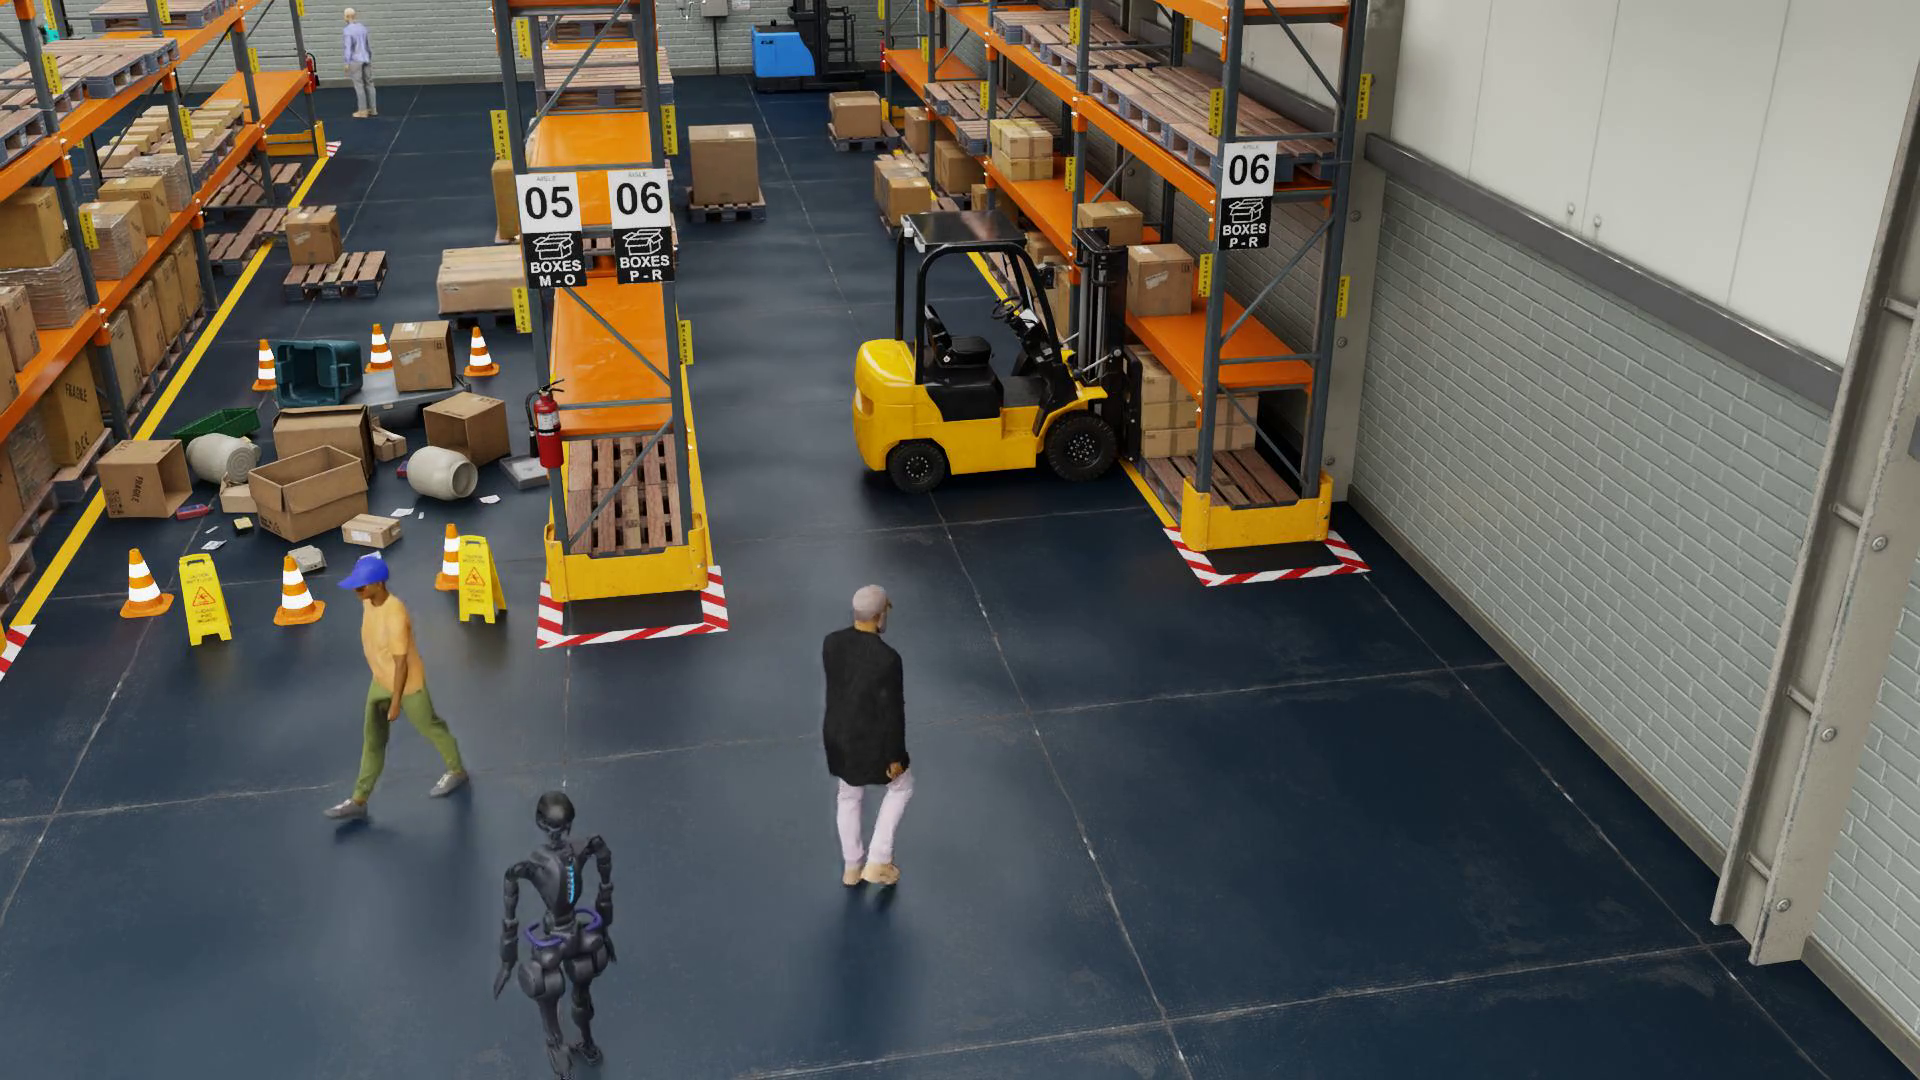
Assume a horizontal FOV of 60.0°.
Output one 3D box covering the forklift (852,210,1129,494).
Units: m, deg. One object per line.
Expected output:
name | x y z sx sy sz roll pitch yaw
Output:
forklift | 0.216 -1.659 14.366 2.313 2.155 1.214 -5 26 -10

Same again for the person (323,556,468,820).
person | -3.350 0.864 9.702 0.473 1.666 0.886 23 34 39

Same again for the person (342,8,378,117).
person | -10.194 -8.105 28.243 0.390 1.797 0.594 13 28 24

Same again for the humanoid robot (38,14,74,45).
humanoid robot | -15.158 -8.079 28.253 0.567 1.752 0.779 -5 26 -9

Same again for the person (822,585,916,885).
person | -0.505 1.086 9.049 0.551 1.838 0.445 15 29 28

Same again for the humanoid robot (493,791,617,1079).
humanoid robot | -1.848 1.883 7.633 0.597 1.646 0.569 -19 31 -34

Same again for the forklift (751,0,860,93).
forklift | -2.872 -9.679 30.288 1.873 2.768 1.129 -5 26 -10
